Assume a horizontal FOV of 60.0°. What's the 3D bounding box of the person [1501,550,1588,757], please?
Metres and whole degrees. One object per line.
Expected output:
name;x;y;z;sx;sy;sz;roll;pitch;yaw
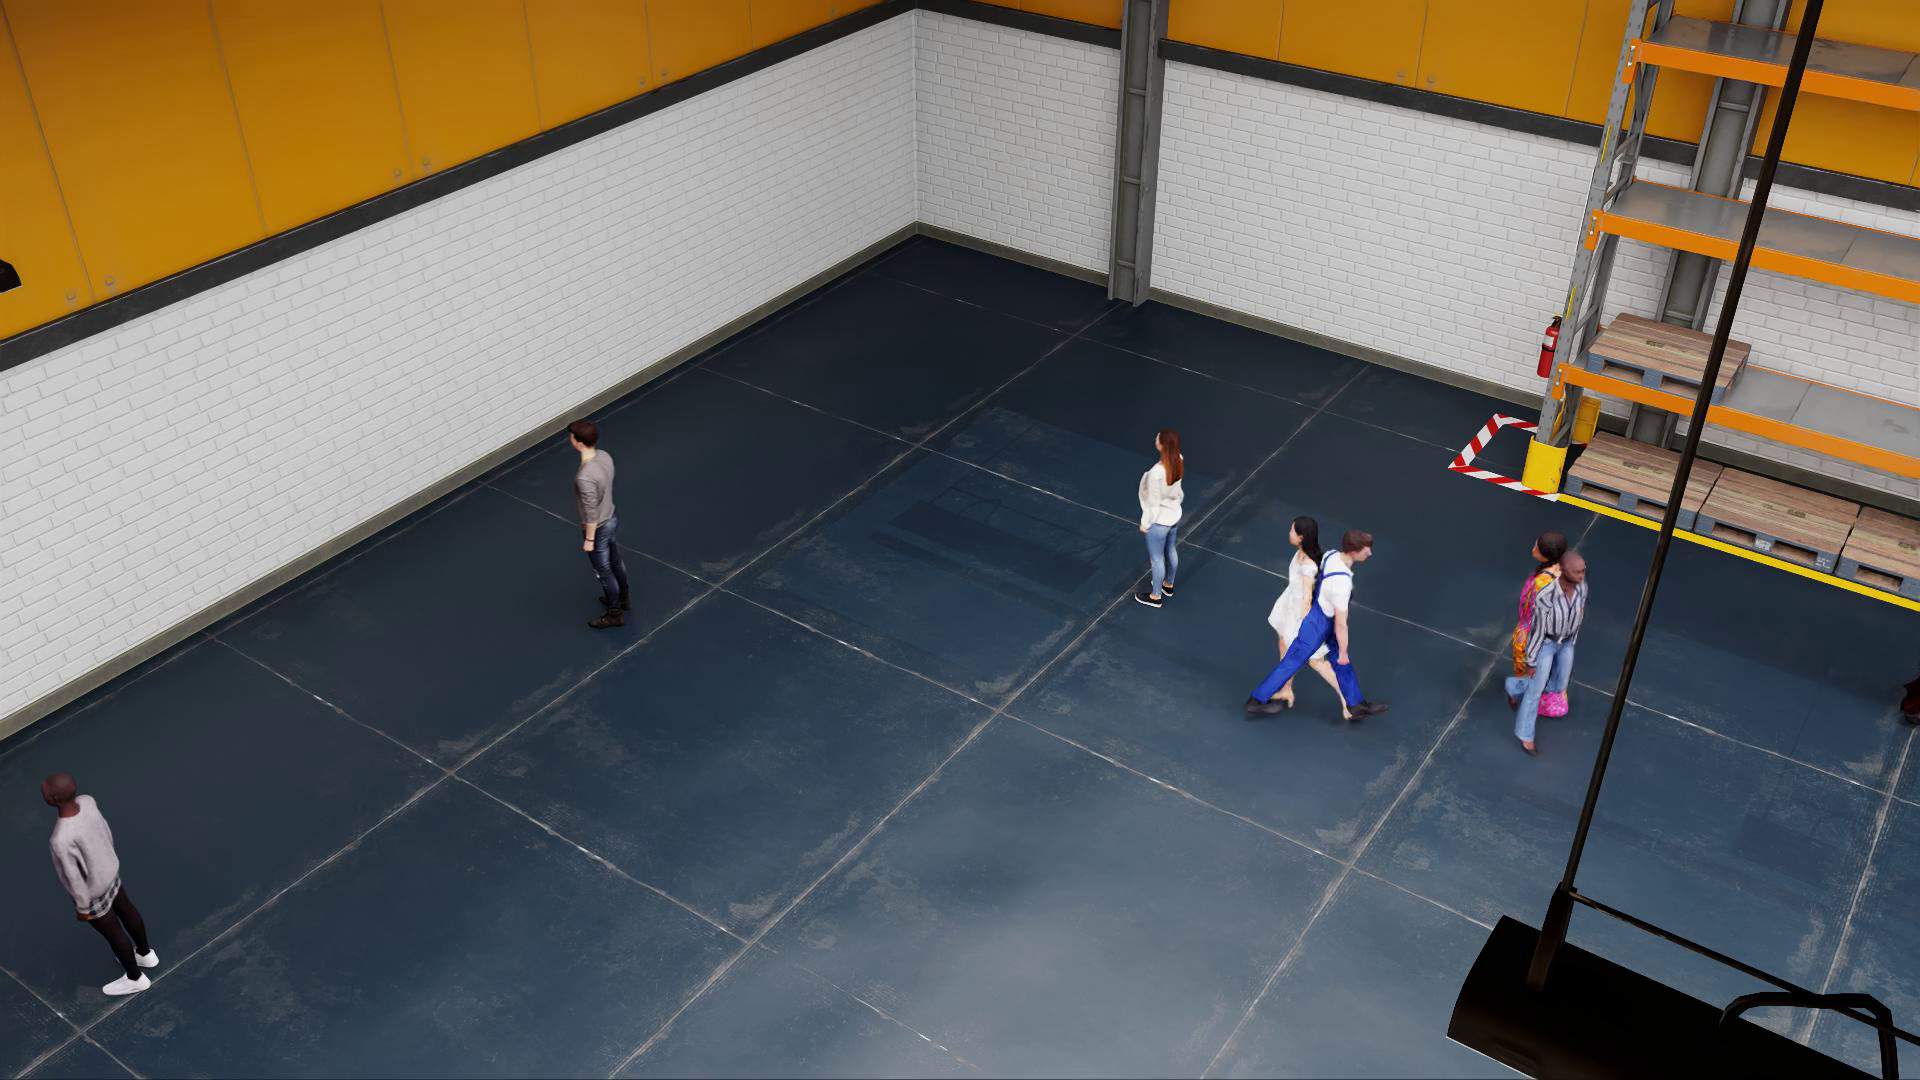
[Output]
person;4.345;0.787;12.484;0.832;1.782;0.918;-14;36;-20

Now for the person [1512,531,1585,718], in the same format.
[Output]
person;4.583;0.640;12.831;0.757;1.643;0.643;28;43;36

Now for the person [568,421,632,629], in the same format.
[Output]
person;-2.979;-0.132;13.758;0.748;1.903;0.777;4;34;6

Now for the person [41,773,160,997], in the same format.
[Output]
person;-5.412;2.144;10.452;0.726;1.771;0.697;-1;34;-1

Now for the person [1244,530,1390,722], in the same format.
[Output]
person;2.639;0.683;12.653;1.389;1.768;1.106;0;34;0

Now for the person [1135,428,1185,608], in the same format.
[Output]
person;1.714;-0.198;14.048;0.576;1.691;0.636;26;42;33

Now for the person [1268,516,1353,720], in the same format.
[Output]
person;2.703;0.616;12.778;1.081;1.742;0.939;2;34;2
